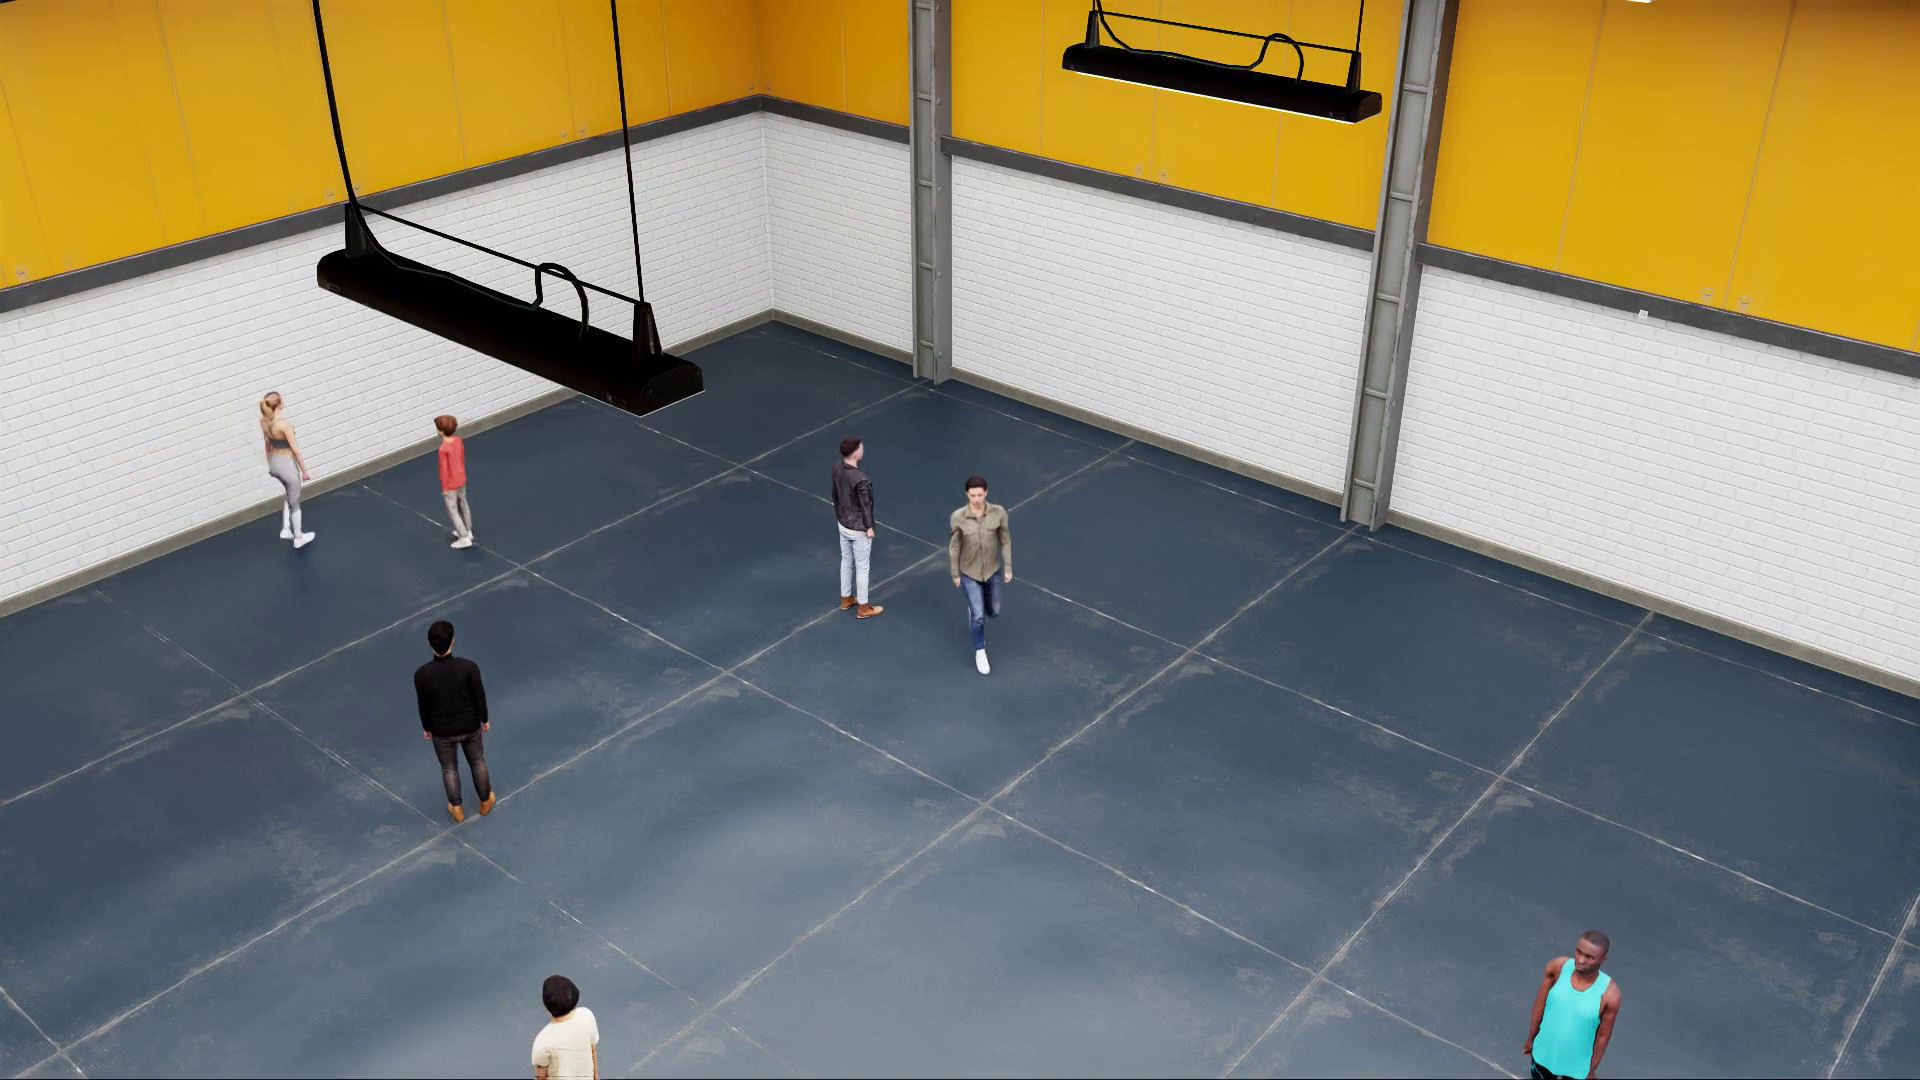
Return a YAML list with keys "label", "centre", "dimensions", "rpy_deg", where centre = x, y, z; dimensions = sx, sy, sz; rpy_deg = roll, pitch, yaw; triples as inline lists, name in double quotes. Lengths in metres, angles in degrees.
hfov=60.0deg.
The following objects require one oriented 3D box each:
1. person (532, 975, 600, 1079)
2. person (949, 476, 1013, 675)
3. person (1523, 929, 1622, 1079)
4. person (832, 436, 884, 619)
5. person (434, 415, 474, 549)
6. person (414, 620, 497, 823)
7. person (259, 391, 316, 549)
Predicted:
- label: "person"
  centre: [-2.215, 3.219, 9.624]
  dimensions: [1.051, 1.551, 0.677]
  rpy_deg: [17, 33, 28]
- label: "person"
  centre: [0.171, 0.235, 14.791]
  dimensions: [1.037, 1.843, 1.134]
  rpy_deg: [-6, 29, -11]
- label: "person"
  centre: [3.555, 3.004, 9.748]
  dimensions: [0.444, 1.811, 0.661]
  rpy_deg: [23, 36, 36]
- label: "person"
  centre: [-0.984, -0.129, 15.463]
  dimensions: [0.735, 1.837, 0.520]
  rpy_deg: [-25, 37, -37]
- label: "person"
  centre: [-5.090, -0.609, 16.774]
  dimensions: [0.645, 1.426, 0.605]
  rpy_deg: [9, 30, 16]
- label: "person"
  centre: [-3.889, 1.393, 12.795]
  dimensions: [0.722, 1.722, 0.714]
  rpy_deg: [-9, 30, -17]
- label: "person"
  centre: [-6.790, -0.668, 16.595]
  dimensions: [0.626, 1.699, 0.711]
  rpy_deg: [13, 31, 23]
